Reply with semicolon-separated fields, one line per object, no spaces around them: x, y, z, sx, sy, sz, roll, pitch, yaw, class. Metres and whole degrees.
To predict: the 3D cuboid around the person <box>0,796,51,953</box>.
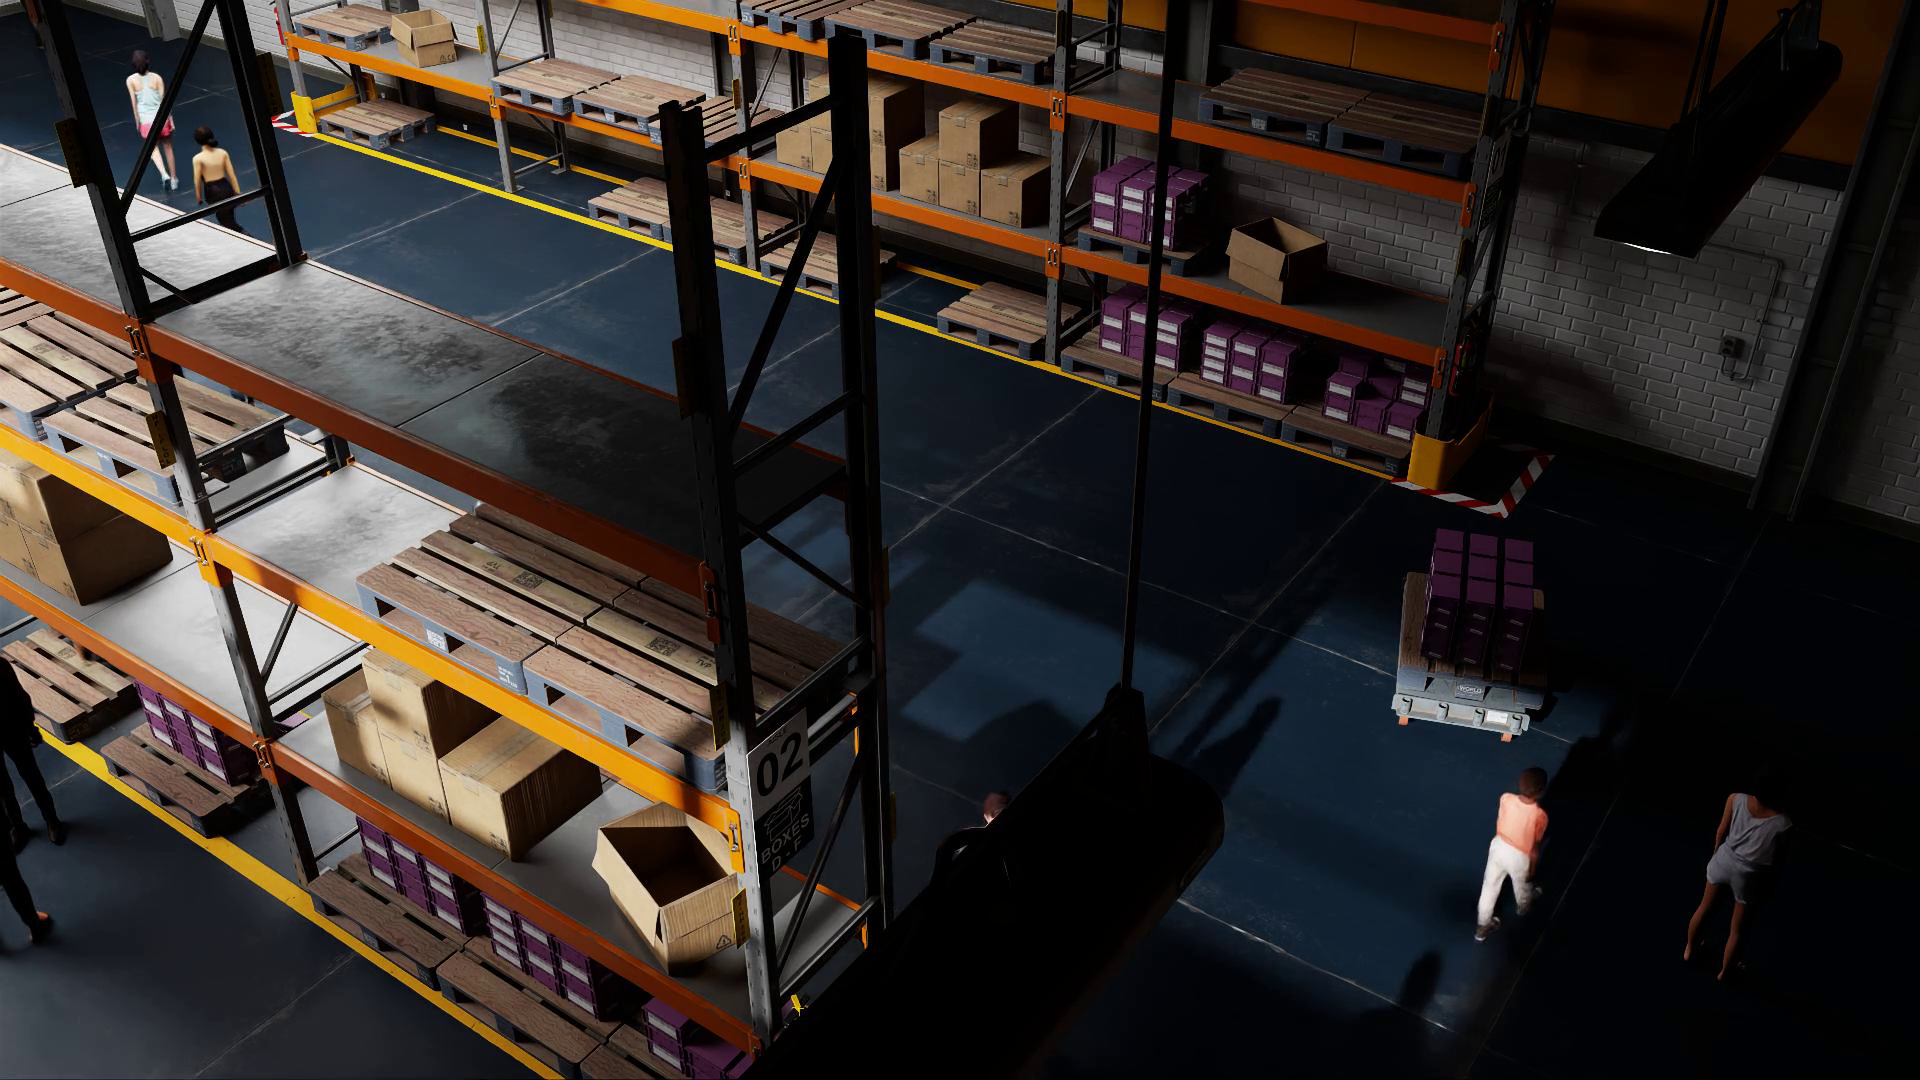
-5.938;1.741;9.965;0.679;1.822;0.696;-14;36;-20;person

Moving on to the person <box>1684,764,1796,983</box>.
4.622;1.958;9.835;0.675;1.605;0.562;-26;41;-33;person

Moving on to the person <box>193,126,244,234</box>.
-8.118;-3.722;18.376;1.001;1.609;0.551;21;39;29;person

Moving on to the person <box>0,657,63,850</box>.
-6.223;1.247;10.745;0.720;1.780;0.732;-11;35;-16;person

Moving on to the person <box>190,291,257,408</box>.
-6.932;-1.926;15.571;0.676;1.722;0.698;7;34;11;person

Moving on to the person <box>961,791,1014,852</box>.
0.211;2.045;9.522;1.070;1.806;1.285;-19;38;-26;person

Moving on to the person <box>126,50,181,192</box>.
-9.811;-5.060;20.264;0.873;1.747;1.037;-14;36;-20;person

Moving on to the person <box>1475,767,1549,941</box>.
3.337;1.943;10.143;0.676;1.289;0.790;-27;42;-34;person
